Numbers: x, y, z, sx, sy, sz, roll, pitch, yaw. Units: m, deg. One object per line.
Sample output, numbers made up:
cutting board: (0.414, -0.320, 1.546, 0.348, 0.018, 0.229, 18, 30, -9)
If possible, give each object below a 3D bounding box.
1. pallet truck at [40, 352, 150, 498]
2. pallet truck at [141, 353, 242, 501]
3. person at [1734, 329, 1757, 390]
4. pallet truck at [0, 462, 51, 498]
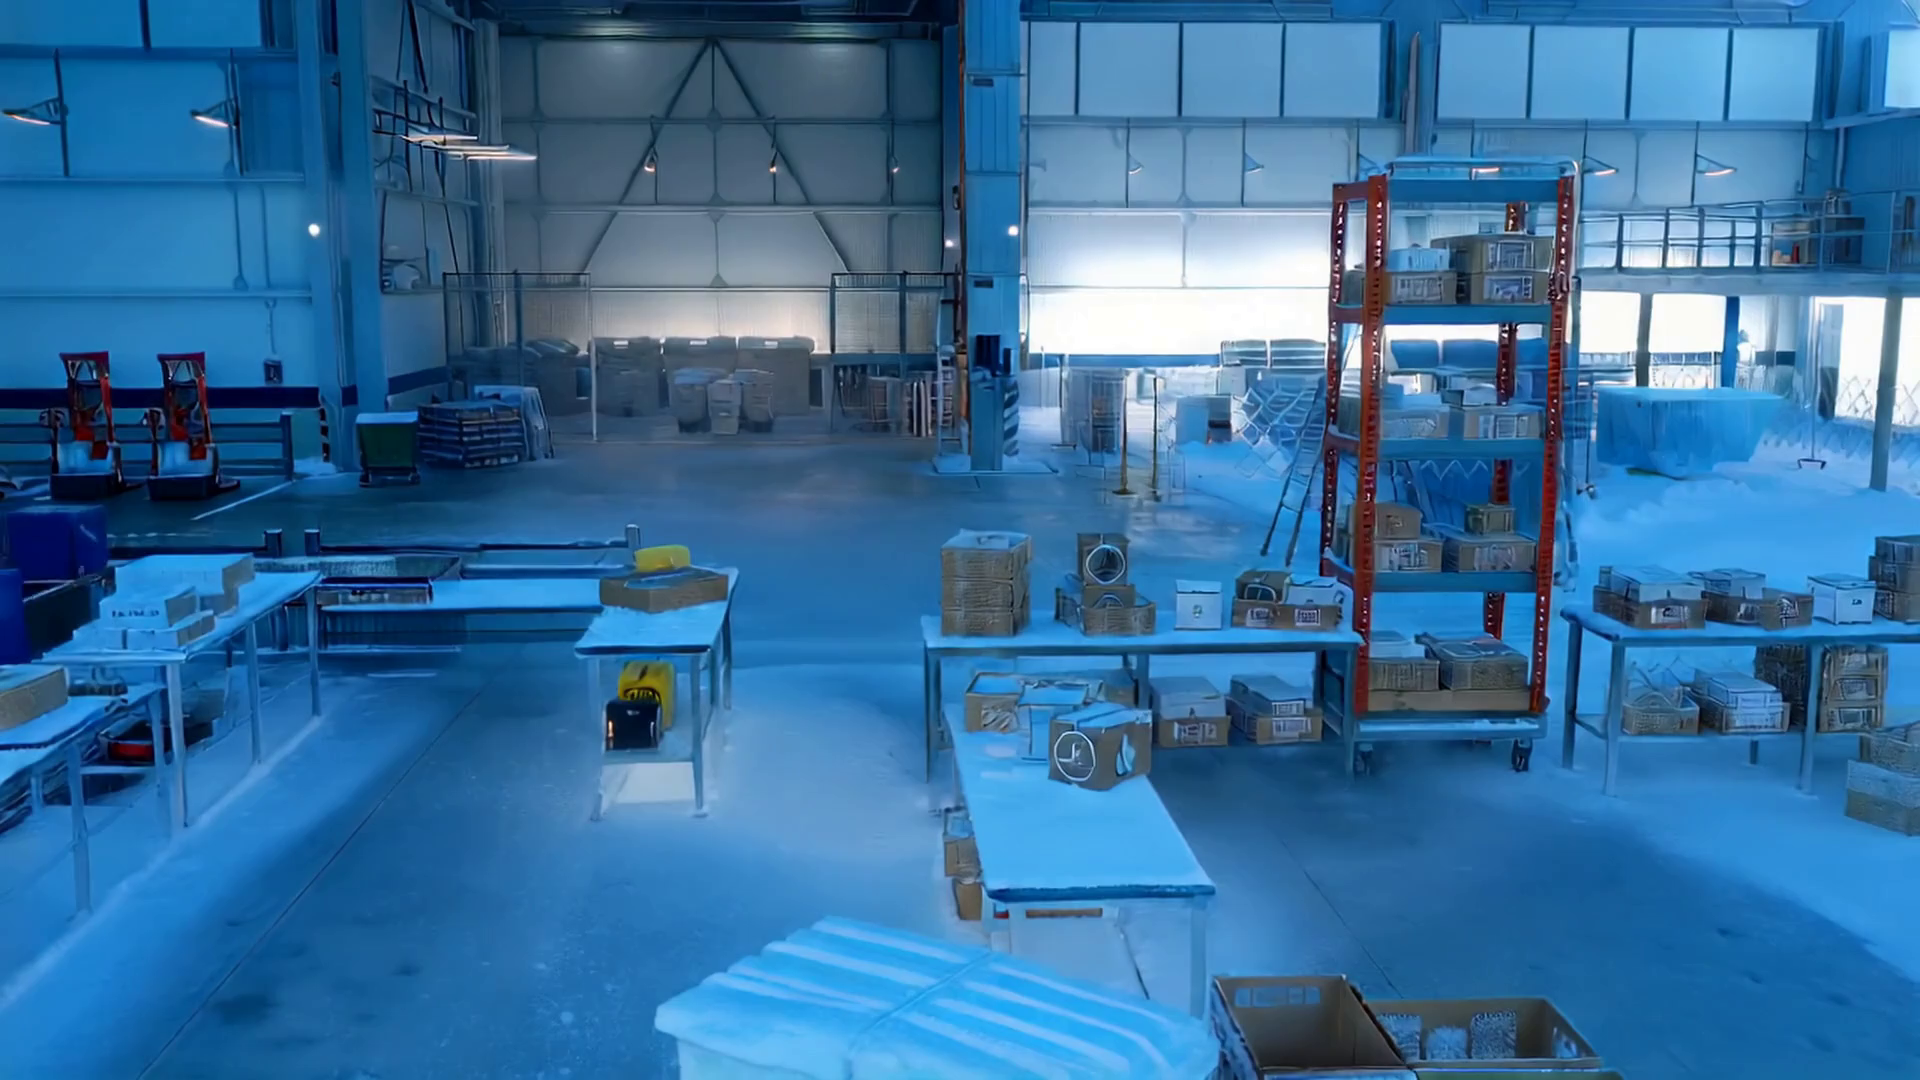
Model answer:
pallet truck: (-11.907, -1.642, 23.165, 0.823, 1.965, 1.885, 0, 9, 0)
pallet truck: (-10.520, -1.604, 22.925, 0.823, 1.965, 1.885, -1, 9, -6)
person: (16.675, -3.552, 35.510, 0.587, 1.882, 0.341, 0, 9, 0)
pallet truck: (-13.193, -1.293, 23.148, 0.653, 1.274, 1.630, -1, 9, -4)
